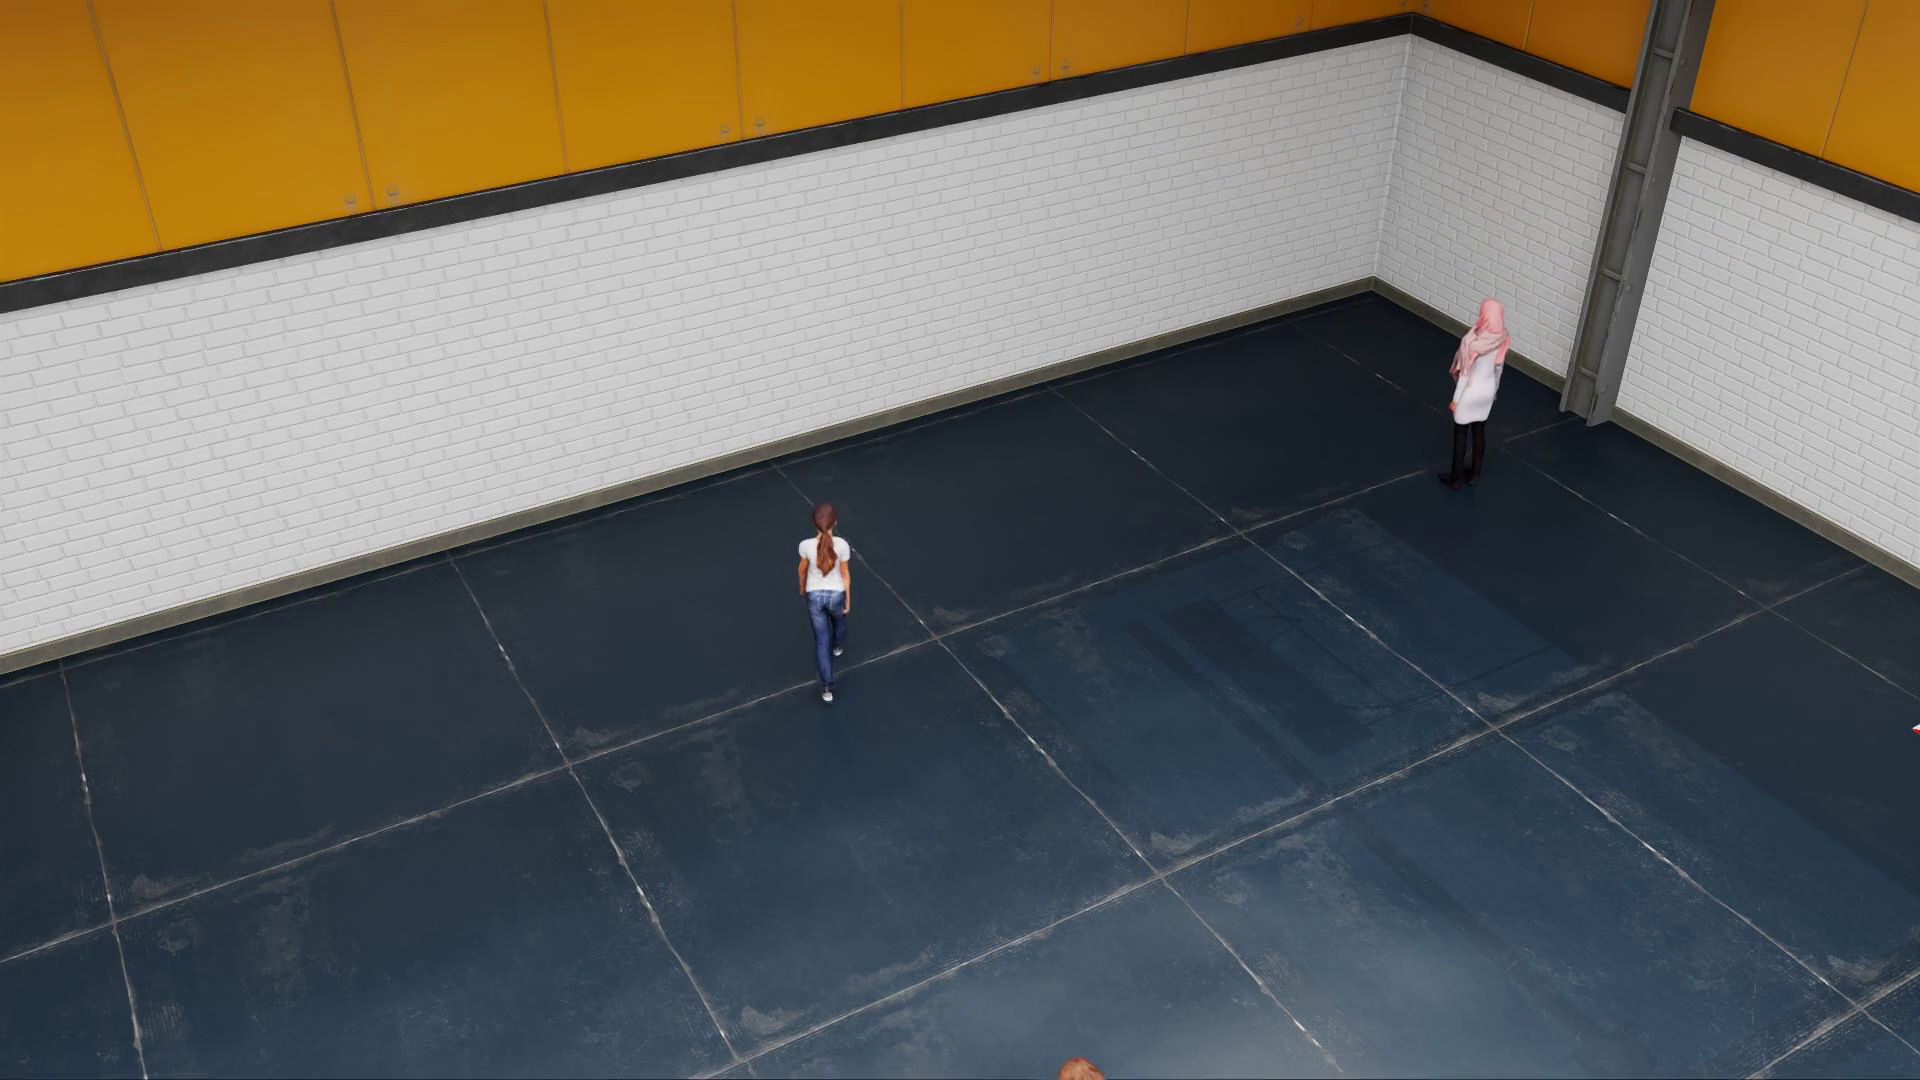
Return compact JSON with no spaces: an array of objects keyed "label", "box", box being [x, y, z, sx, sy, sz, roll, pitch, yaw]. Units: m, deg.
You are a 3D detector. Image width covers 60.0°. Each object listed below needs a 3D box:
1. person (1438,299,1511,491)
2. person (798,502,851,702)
[{"label":"person","box":[4.497,-1.272,14.510,0.676,1.803,0.643,-11,35,-16]},{"label":"person","box":[-0.982,0.463,12.156,0.873,1.521,1.115,-2,34,-2]}]
